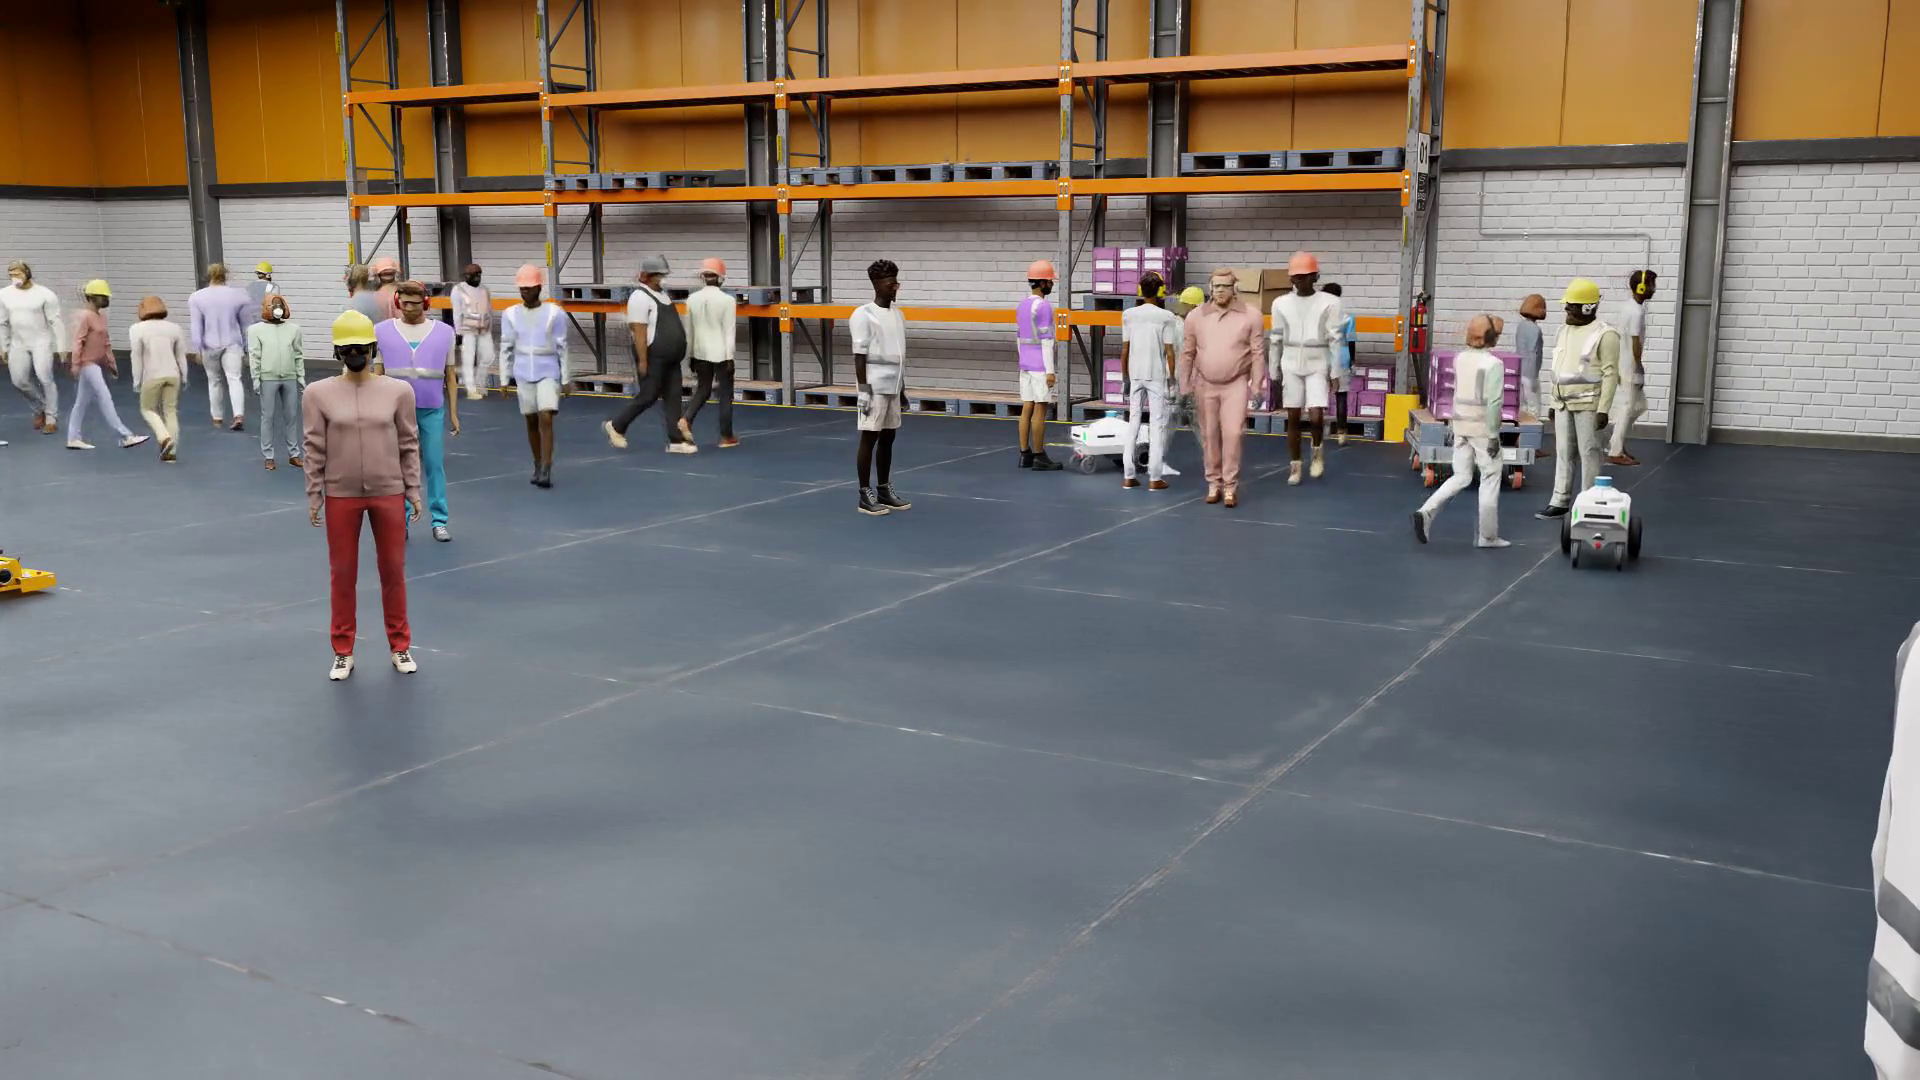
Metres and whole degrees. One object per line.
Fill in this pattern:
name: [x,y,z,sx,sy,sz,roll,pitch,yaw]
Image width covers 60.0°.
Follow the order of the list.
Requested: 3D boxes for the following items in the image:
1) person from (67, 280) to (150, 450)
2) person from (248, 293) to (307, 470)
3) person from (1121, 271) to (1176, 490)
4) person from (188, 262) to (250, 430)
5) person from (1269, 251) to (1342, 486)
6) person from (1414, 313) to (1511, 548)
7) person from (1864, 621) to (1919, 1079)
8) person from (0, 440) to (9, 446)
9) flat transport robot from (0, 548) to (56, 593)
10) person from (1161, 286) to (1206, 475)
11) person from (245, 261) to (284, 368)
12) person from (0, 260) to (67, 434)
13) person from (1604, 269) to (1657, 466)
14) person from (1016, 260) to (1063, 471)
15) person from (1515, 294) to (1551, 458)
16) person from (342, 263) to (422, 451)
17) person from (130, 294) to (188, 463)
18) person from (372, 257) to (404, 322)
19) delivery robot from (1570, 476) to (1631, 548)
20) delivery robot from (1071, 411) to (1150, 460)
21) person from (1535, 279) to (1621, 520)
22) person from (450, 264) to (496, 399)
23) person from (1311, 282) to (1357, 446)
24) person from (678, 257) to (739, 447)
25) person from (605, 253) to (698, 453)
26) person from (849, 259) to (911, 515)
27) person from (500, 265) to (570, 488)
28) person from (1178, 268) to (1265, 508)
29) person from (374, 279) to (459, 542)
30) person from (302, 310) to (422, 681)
person: [-8.712,-1.770,16.902,0.888,1.714,0.539,-2,10,-10]
person: [-6.354,-1.479,15.514,0.501,1.636,0.280,-9,13,-41]
person: [1.605,-1.350,14.157,0.515,1.866,0.330,6,12,31]
person: [-8.336,-2.180,18.797,0.640,1.900,1.035,-6,12,-31]
person: [2.976,-1.474,14.382,0.633,2.023,0.488,4,11,24]
person: [3.457,-0.728,11.300,0.658,1.616,0.523,-4,11,-21]
person: [1.404,0.745,2.219,0.343,1.882,0.585,2,10,8]
person: [-10.365,-1.765,17.258,0.881,1.594,0.521,1,10,6]
flat transport robot: [-6.062,0.262,9.518,0.652,0.197,1.431,6,12,29]
person: [2.132,-1.411,14.908,0.842,1.707,0.509,3,10,16]
person: [-10.820,-3.428,25.994,0.600,1.831,0.404,2,10,13]
person: [-10.175,-2.104,18.254,0.720,1.915,0.443,-1,10,-8]
person: [6.335,-1.612,15.665,0.403,1.847,0.555,2,10,11]
person: [0.733,-1.611,15.404,0.362,1.939,0.543,-5,11,-25]
person: [5.492,-1.598,16.268,0.583,1.616,0.499,0,10,-2]
person: [-5.652,-1.704,16.027,0.847,1.916,0.636,2,10,12]
person: [-7.616,-1.532,15.848,0.395,1.616,0.527,9,13,40]
person: [-5.560,-1.773,16.252,0.612,1.966,0.428,-5,11,-26]
delivery robot: [4.208,-0.173,10.907,0.477,0.478,0.707,4,11,23]
delivery robot: [1.390,-0.946,15.291,0.707,0.478,0.477,-3,11,-18]
person: [4.603,-1.022,12.384,0.404,1.828,0.591,-4,11,-22]
person: [-6.581,-2.812,22.527,0.435,1.832,0.641,8,13,40]
person: [3.832,-1.815,17.243,0.548,1.696,0.319,3,11,18]
person: [-2.565,-1.894,16.953,0.613,1.969,0.814,5,11,24]
person: [-3.103,-1.879,16.634,0.860,2.000,0.687,3,10,17]
person: [-0.605,-1.187,12.925,0.367,1.967,0.600,6,12,32]
person: [-3.664,-1.385,14.227,0.563,1.899,0.876,0,10,0]
person: [2.045,-1.196,13.188,0.673,1.885,0.722,4,11,20]
person: [-3.795,-0.894,11.630,0.563,1.837,0.391,-3,11,-18]
person: [-2.852,-0.212,7.972,0.533,1.768,0.311,-4,11,-23]
